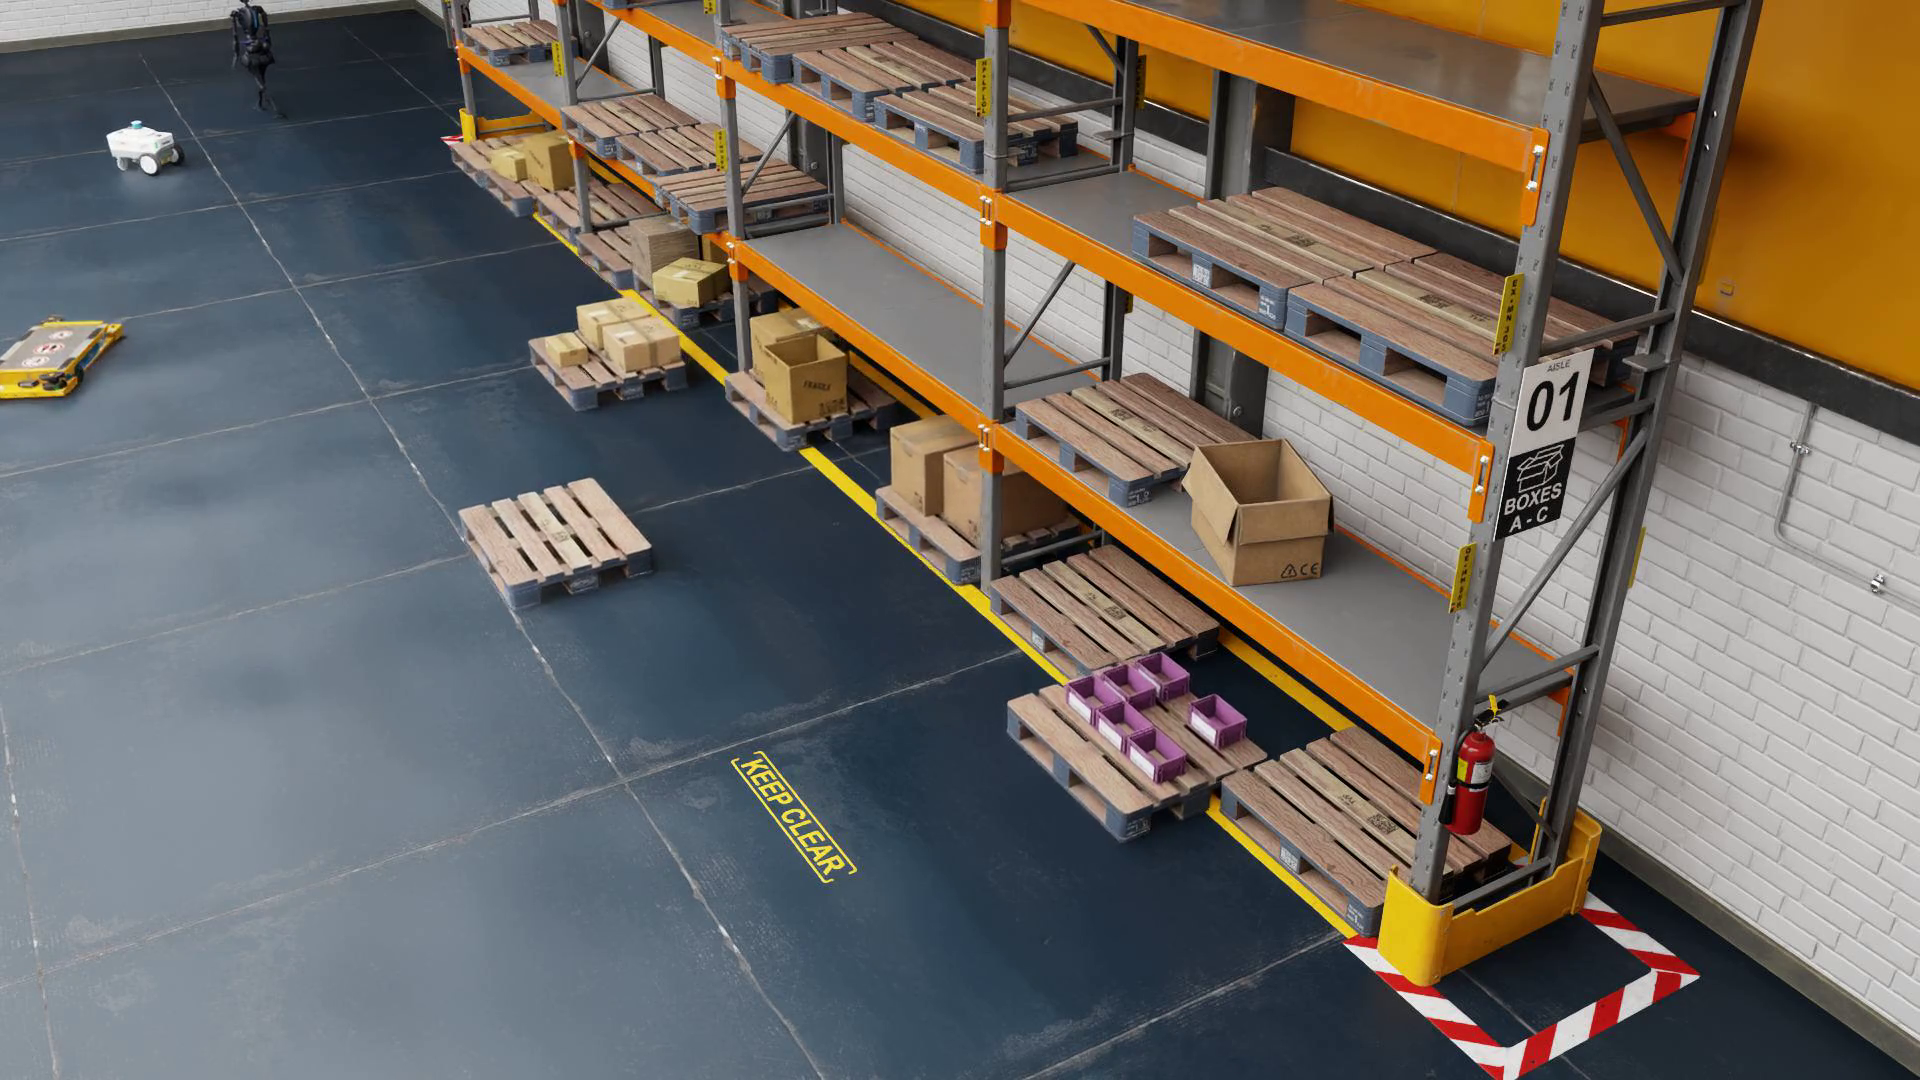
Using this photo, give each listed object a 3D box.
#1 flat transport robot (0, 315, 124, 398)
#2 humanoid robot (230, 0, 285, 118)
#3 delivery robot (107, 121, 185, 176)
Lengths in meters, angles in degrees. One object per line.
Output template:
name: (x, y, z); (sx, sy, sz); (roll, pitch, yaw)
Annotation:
flat transport robot: (-7.868, -1.597, 14.451); (0.659, 0.231, 1.431); (-3, 30, -5)
humanoid robot: (-9.028, -6.247, 21.299); (0.782, 1.645, 0.585); (17, 34, 27)
delivery robot: (-9.547, -4.598, 19.438); (0.735, 0.573, 0.511); (7, 30, 12)
